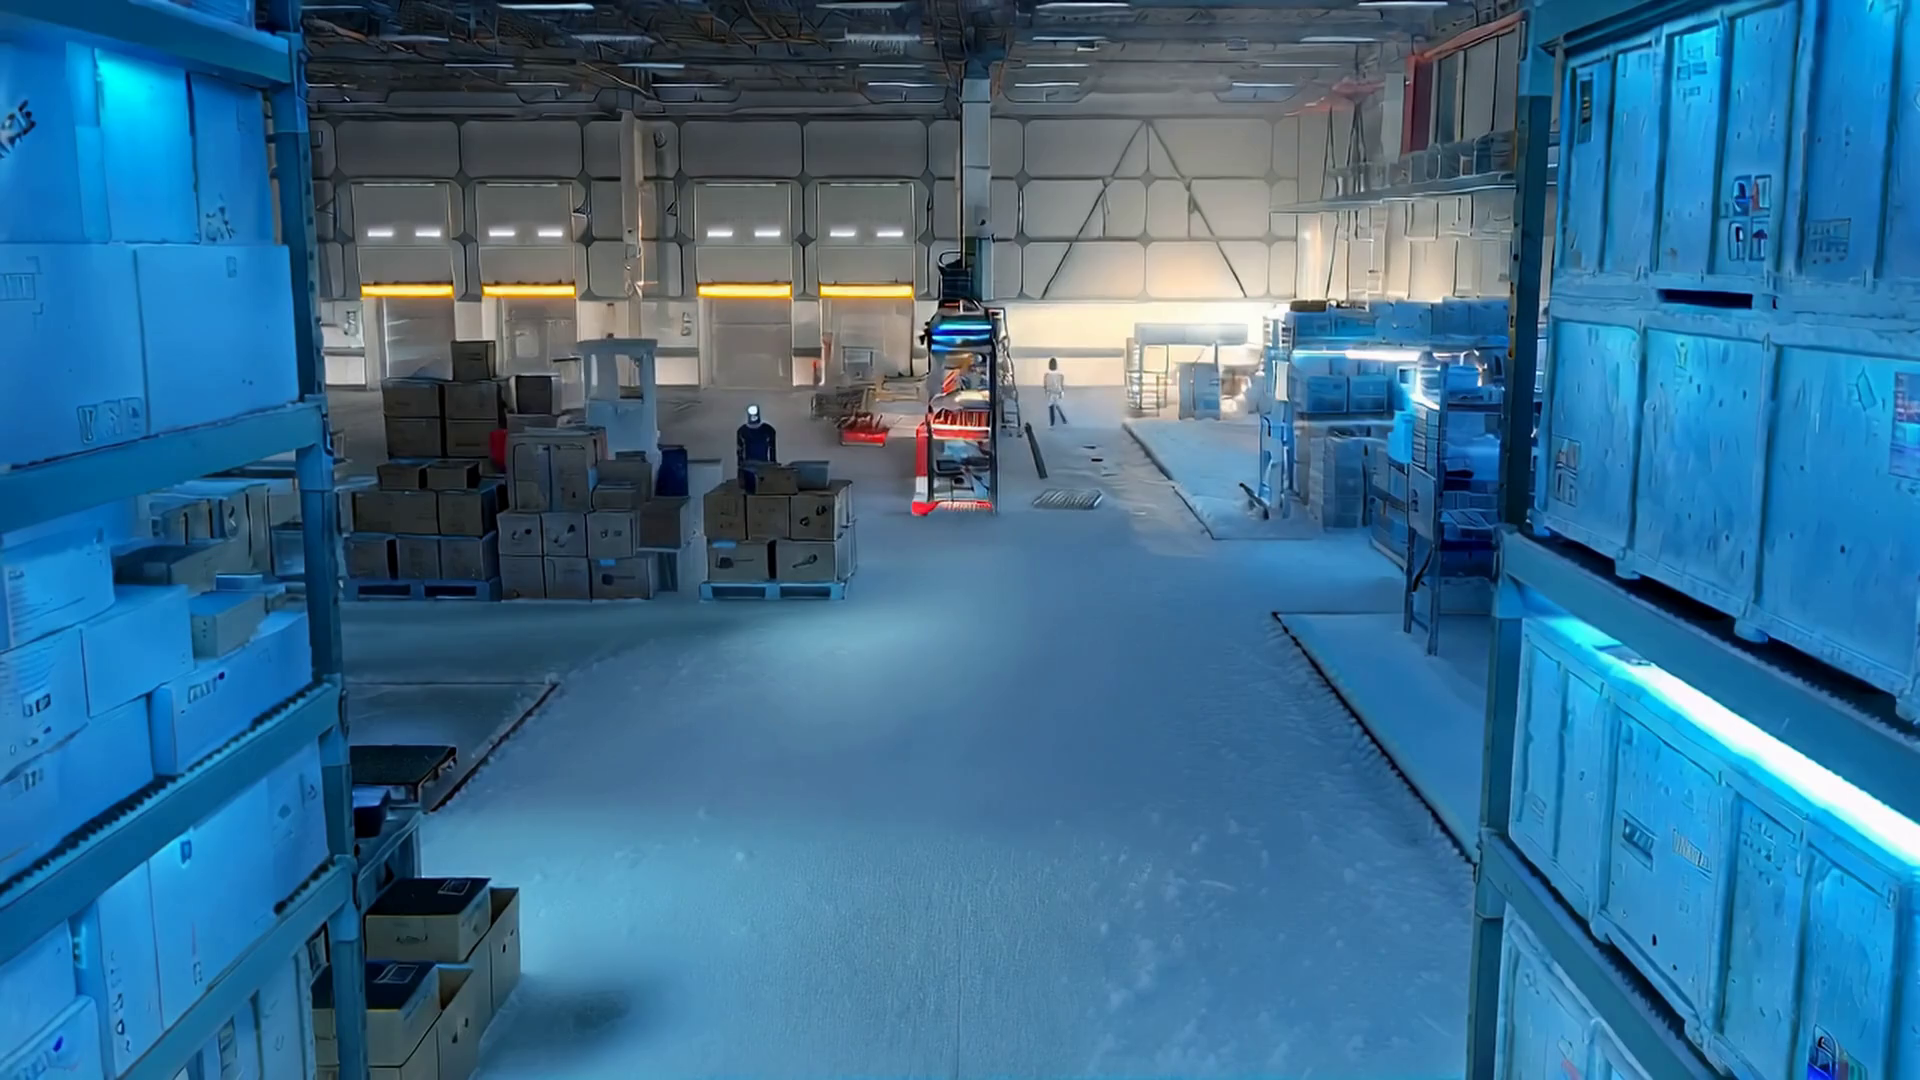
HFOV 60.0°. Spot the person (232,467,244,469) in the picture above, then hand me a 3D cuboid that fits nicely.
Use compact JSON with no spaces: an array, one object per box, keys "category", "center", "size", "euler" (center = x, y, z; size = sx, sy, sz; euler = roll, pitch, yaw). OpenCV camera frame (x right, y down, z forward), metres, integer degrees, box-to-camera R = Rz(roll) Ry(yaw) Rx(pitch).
[{"category":"person","center":[-7.466,0.202,17.268],"size":[0.404,1.927,0.562],"euler":[-2,10,-14]}]

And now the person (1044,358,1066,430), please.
[{"category":"person","center":[2.211,-3.386,38.662],"size":[0.540,1.685,0.370],"euler":[-6,12,-32]}]

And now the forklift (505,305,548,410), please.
[{"category":"forklift","center":[-10.736,-4.433,41.277],"size":[1.129,2.768,1.873],"euler":[0,10,1]}]

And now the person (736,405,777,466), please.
[{"category":"person","center":[-2.976,-1.020,24.354],"size":[0.629,1.929,0.362],"euler":[3,10,16]}]

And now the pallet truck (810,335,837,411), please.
[{"category":"pallet truck","center":[-3.021,-4.312,43.126],"size":[1.885,1.965,0.823],"euler":[3,10,17]}]

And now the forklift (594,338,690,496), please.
[{"category":"forklift","center":[-5.075,-1.703,25.527],"size":[1.129,2.768,1.873],"euler":[4,10,20]}]
